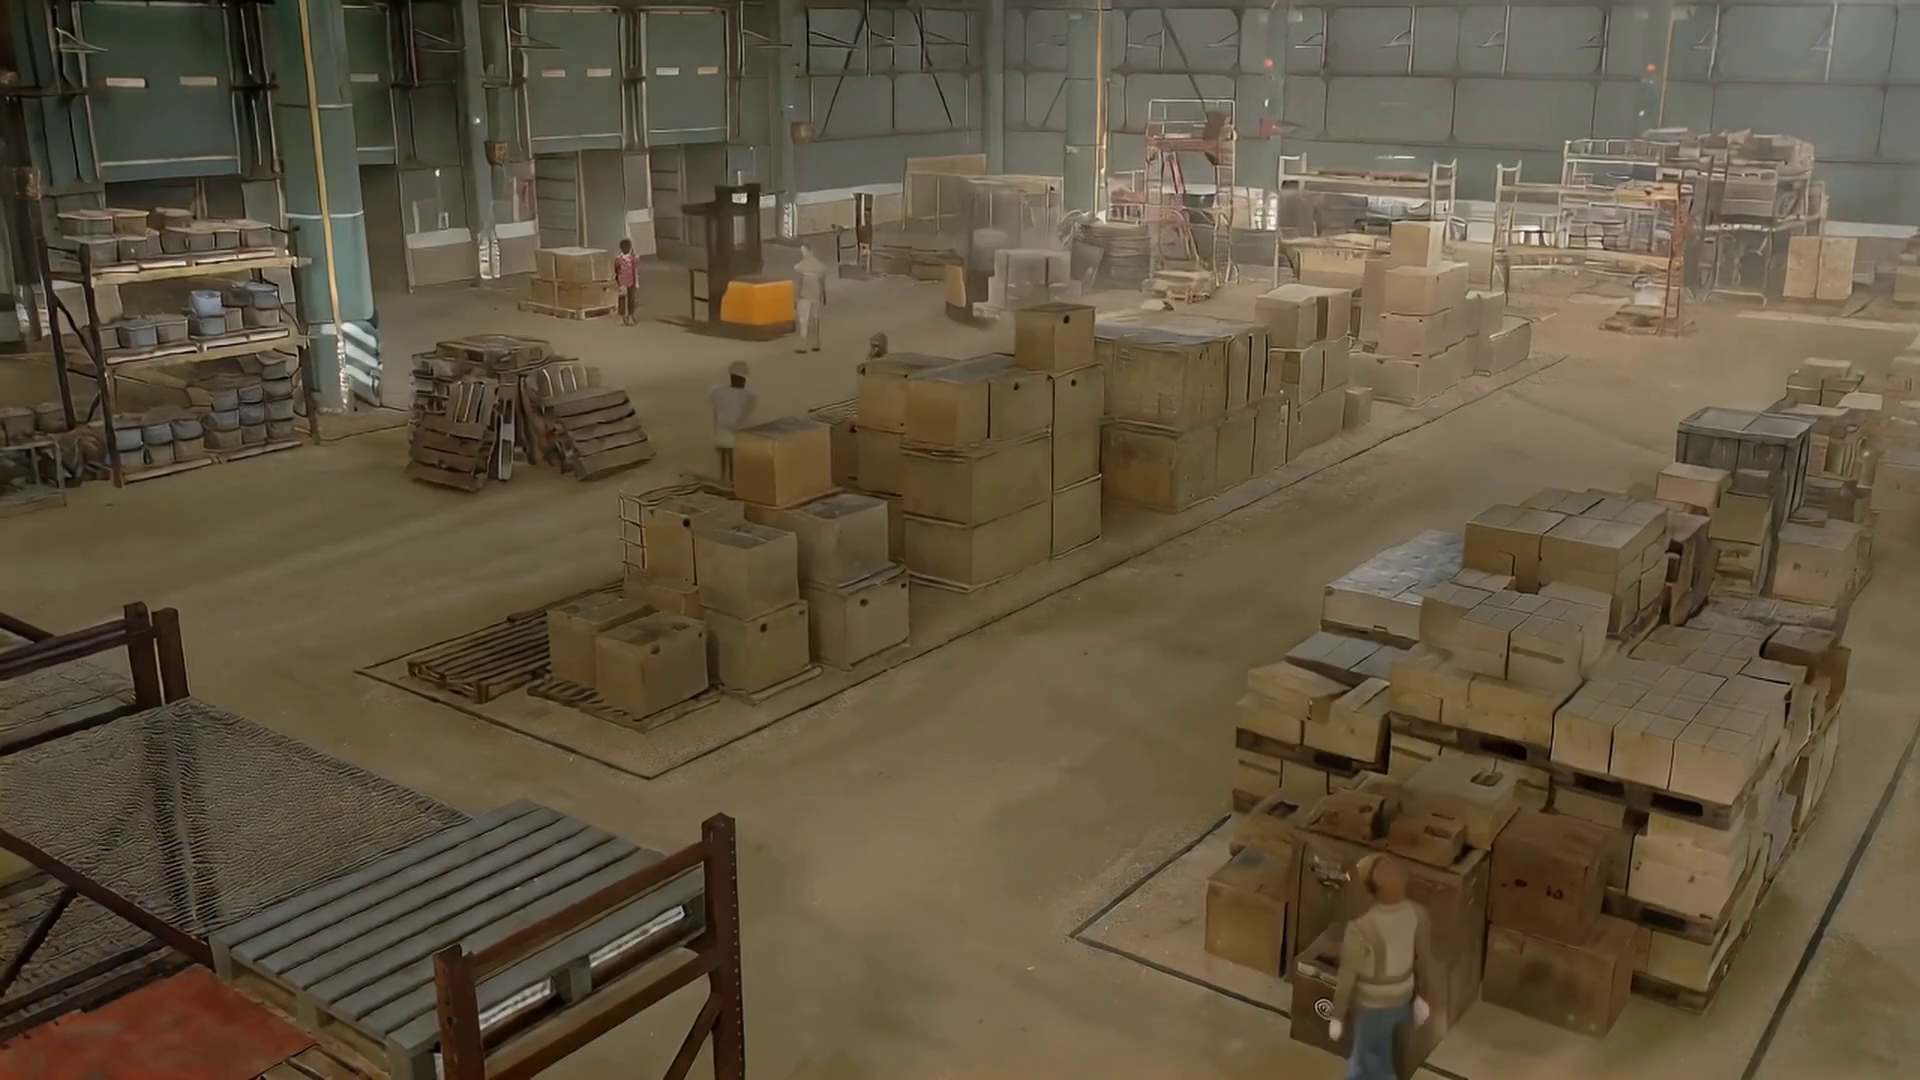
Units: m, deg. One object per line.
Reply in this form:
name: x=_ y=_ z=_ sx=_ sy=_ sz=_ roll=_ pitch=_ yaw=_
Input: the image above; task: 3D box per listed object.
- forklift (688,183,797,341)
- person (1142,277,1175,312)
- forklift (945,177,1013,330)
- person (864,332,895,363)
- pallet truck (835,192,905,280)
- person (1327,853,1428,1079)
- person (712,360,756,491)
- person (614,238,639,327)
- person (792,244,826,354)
forklift: x=-4.094 y=-5.262 z=31.199 sx=1.873 sy=2.768 sz=1.129 roll=12 pitch=21 yaw=35
person: x=3.024 y=-3.079 z=25.598 sx=0.570 sy=1.925 sz=0.549 roll=12 pitch=20 yaw=34
forklift: x=0.539 y=-5.666 z=32.536 sx=1.129 sy=2.768 sz=1.873 roll=-8 pitch=18 yaw=-24
person: x=-0.984 y=-1.708 z=21.164 sx=0.633 sy=1.875 sz=1.074 roll=9 pitch=19 yaw=28
pallet truck: x=-1.936 y=-7.159 z=38.982 sx=1.885 sy=1.965 sz=0.823 roll=-12 pitch=21 yaw=-34
person: x=2.120 y=2.334 z=8.211 sx=0.537 sy=1.605 sz=0.818 roll=-12 pitch=20 yaw=-34
person: x=-2.632 y=-1.141 z=19.278 sx=0.594 sy=1.880 sz=0.998 roll=5 pitch=17 yaw=15
person: x=-6.497 y=-5.029 z=32.442 sx=0.321 sy=1.696 sz=0.537 roll=14 pitch=22 yaw=38
person: x=-2.688 y=-4.279 z=29.579 sx=0.636 sy=1.928 sz=0.390 roll=-10 pitch=19 yaw=-29
